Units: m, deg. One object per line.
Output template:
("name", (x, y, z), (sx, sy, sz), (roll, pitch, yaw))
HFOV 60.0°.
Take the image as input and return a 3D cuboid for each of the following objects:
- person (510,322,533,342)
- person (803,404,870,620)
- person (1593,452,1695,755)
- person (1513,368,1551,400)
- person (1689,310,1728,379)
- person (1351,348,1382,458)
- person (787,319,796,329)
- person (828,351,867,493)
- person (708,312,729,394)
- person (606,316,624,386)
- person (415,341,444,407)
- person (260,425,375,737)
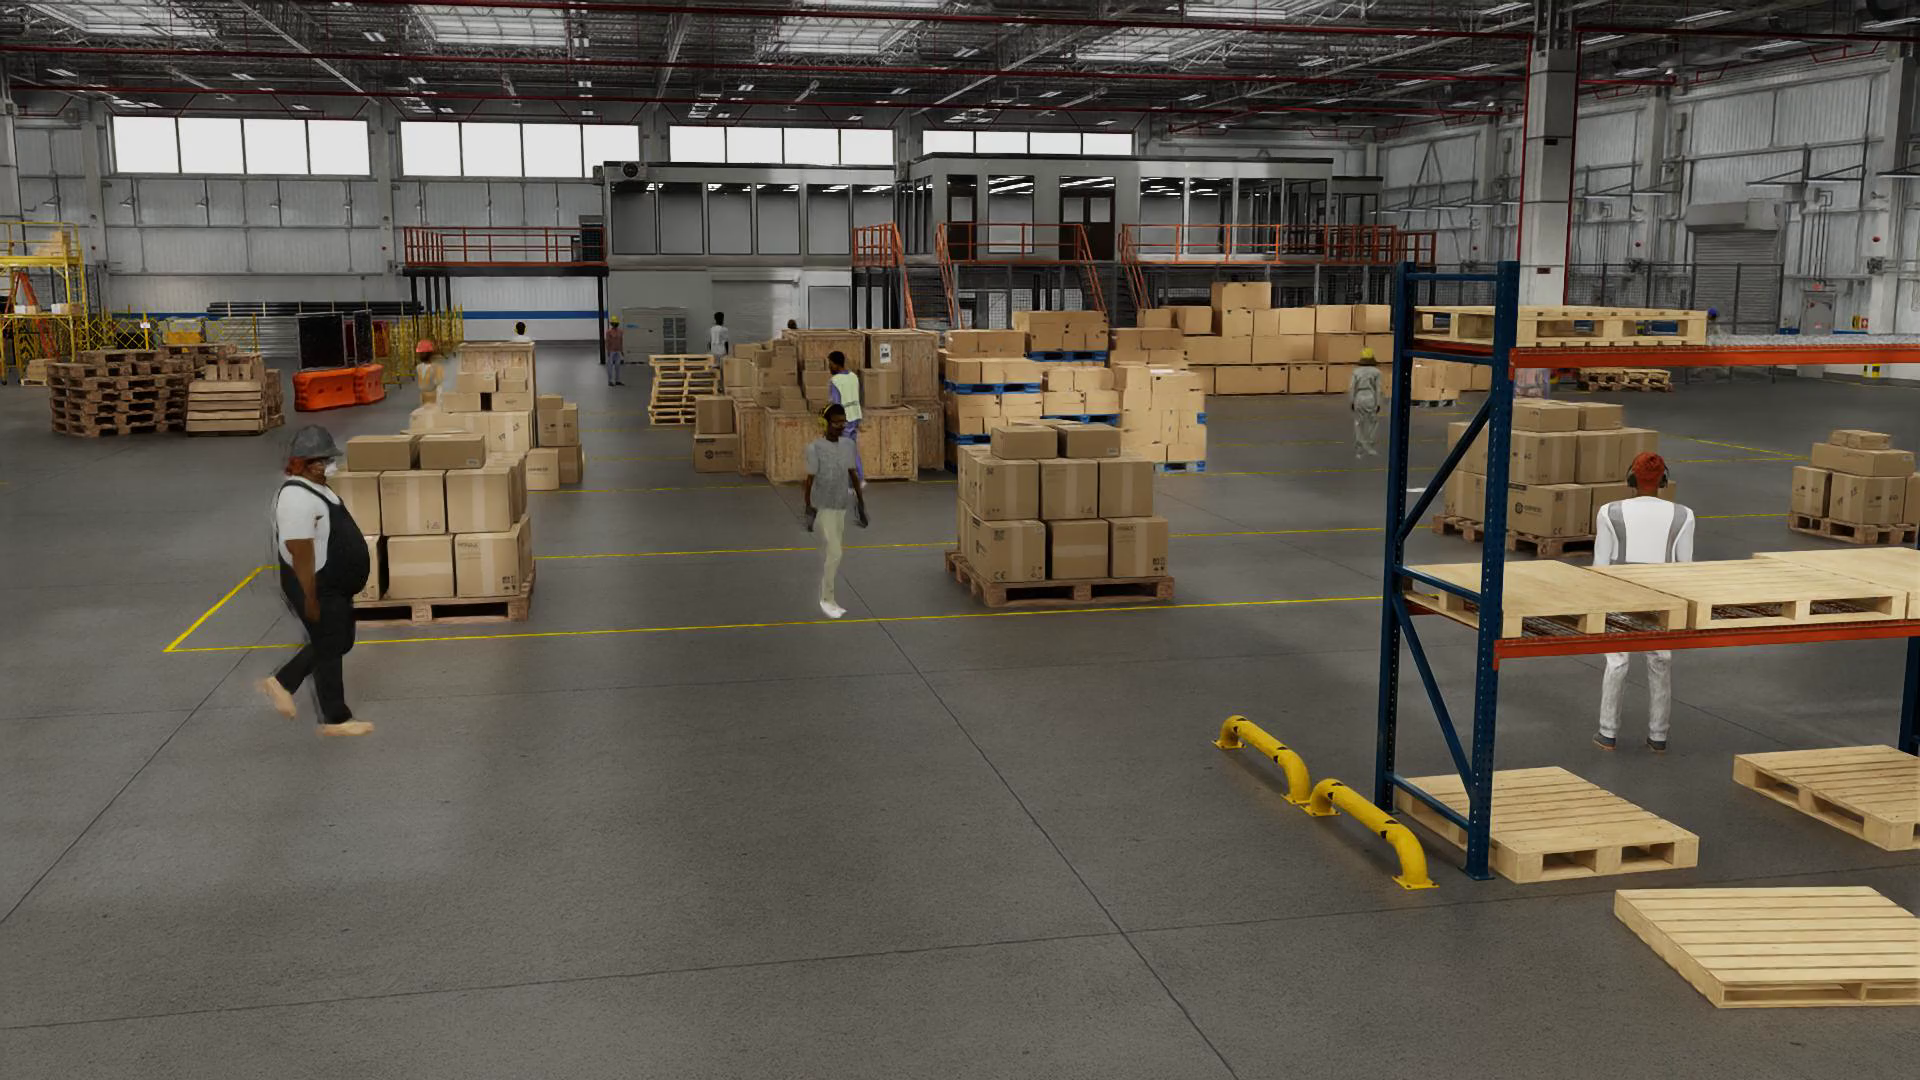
("person", (-9.182, -3.643, 34.928), (0.508, 1.864, 0.329), (-4, 10, -24))
("person", (-1.042, -0.248, 14.297), (0.617, 1.849, 0.539), (8, 12, 41))
("person", (4.211, 0.392, 10.307), (0.574, 1.876, 0.356), (3, 10, 15))
("person", (9.030, -2.249, 26.555), (0.666, 1.817, 0.681), (8, 12, 39))
("person", (20.163, -5.249, 44.611), (1.025, 1.896, 0.633), (6, 11, 31))
("person", (6.457, -2.179, 26.402), (0.505, 1.722, 0.666), (5, 11, 29))
("person", (-3.833, -4.207, 38.537), (0.507, 1.816, 0.893), (-7, 12, -36))
("person", (-1.521, -1.567, 22.158), (0.427, 1.898, 0.628), (5, 11, 28))
("person", (-5.689, -4.457, 39.617), (0.651, 1.945, 0.542), (6, 11, 33))
("person", (-8.764, -4.804, 42.290), (0.324, 1.769, 0.523), (8, 12, 39))
("person", (-8.127, -2.086, 25.357), (0.565, 1.882, 0.975), (5, 11, 28))
("person", (-4.123, 0.257, 10.609), (0.698, 2.000, 0.692), (-1, 9, -8))
